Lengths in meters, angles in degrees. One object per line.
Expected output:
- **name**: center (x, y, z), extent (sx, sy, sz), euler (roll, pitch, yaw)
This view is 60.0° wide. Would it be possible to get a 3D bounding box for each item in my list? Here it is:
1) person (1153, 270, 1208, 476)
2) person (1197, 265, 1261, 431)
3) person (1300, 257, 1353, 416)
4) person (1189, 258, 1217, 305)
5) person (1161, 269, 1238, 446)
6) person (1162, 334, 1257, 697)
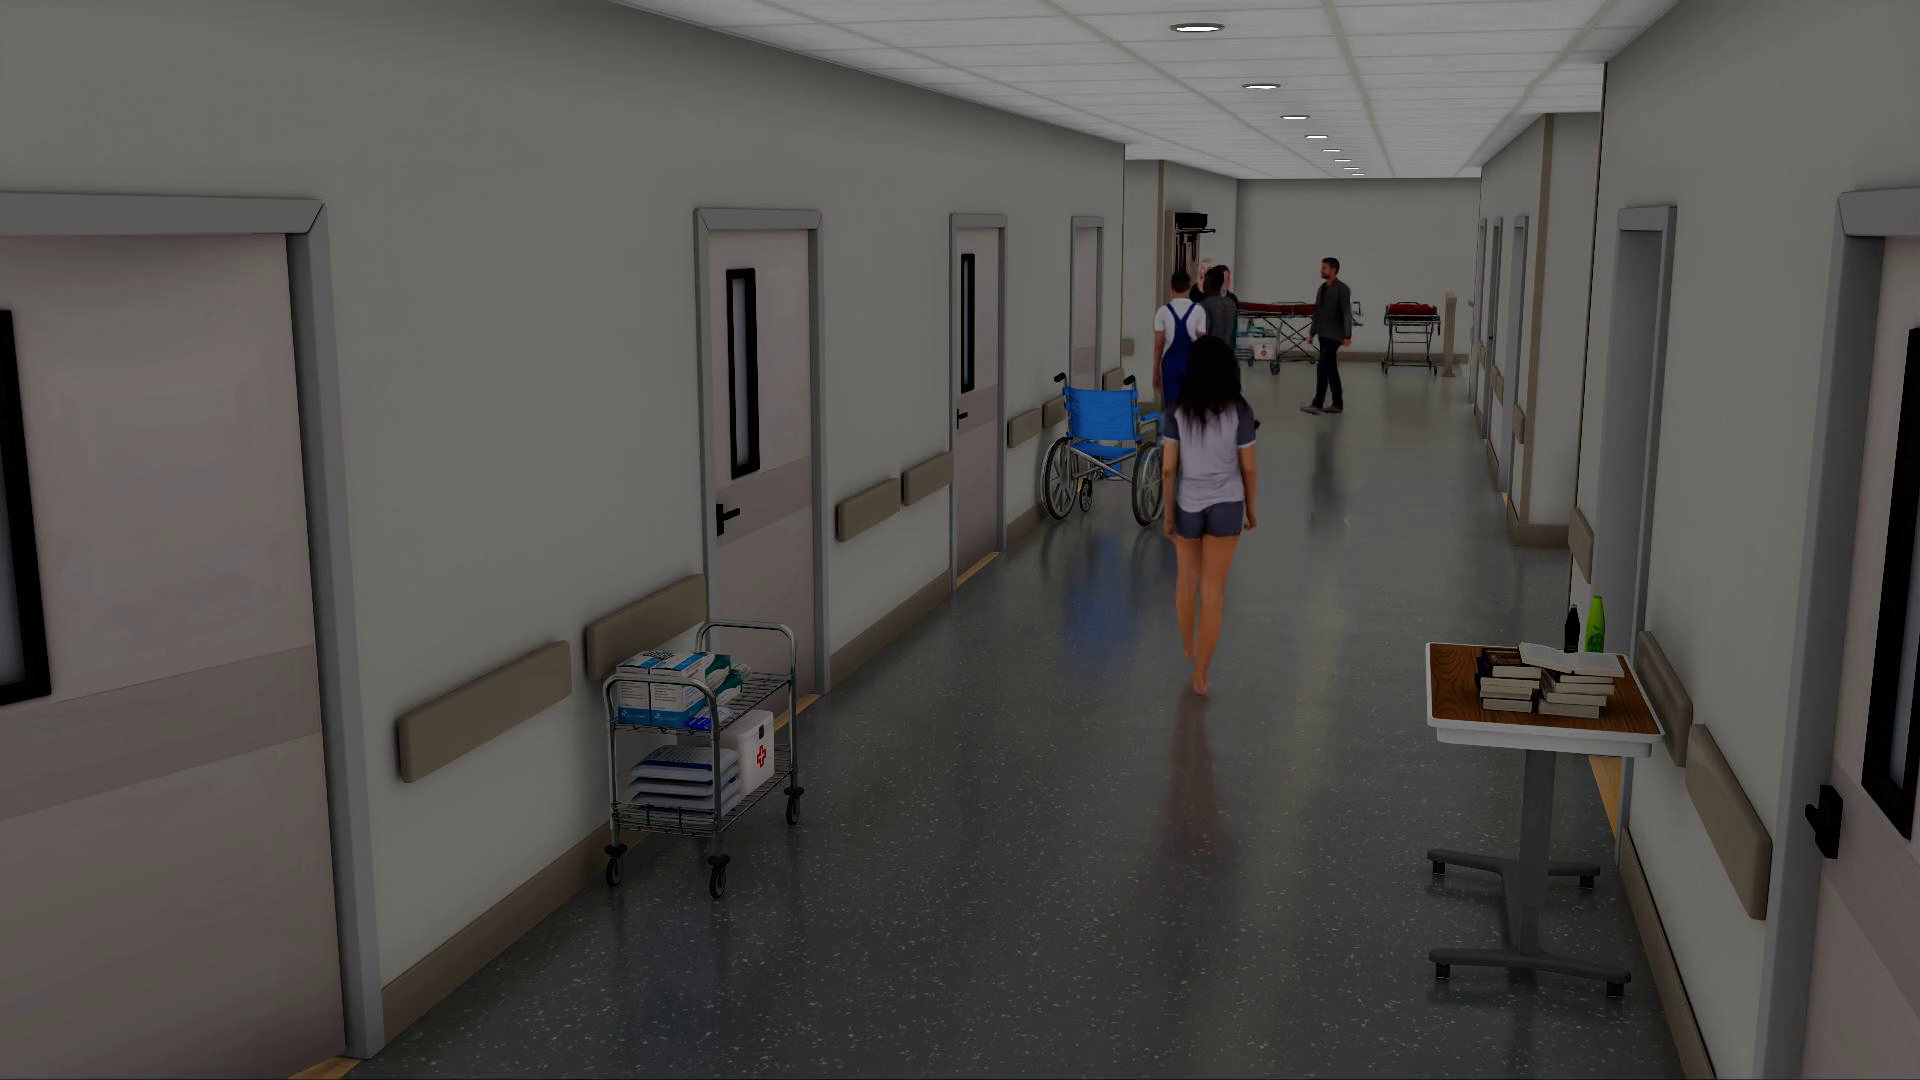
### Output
- **person**: center (1.989, -1.484, 14.983), extent (0.756, 1.811, 1.186), euler (2, 11, 8)
- **person**: center (2.661, -1.964, 17.542), extent (1.093, 1.797, 1.169), euler (-6, 12, -29)
- **person**: center (4.451, -2.398, 19.702), extent (1.044, 1.847, 1.019), euler (-4, 11, -19)
- **person**: center (3.092, -2.623, 20.954), extent (0.629, 1.823, 0.674), euler (4, 11, 20)
- **person**: center (2.482, -1.642, 15.820), extent (1.129, 1.809, 1.118), euler (-10, 14, -41)
- **person**: center (1.180, -0.092, 7.952), extent (0.589, 1.698, 0.996), euler (3, 11, 16)
